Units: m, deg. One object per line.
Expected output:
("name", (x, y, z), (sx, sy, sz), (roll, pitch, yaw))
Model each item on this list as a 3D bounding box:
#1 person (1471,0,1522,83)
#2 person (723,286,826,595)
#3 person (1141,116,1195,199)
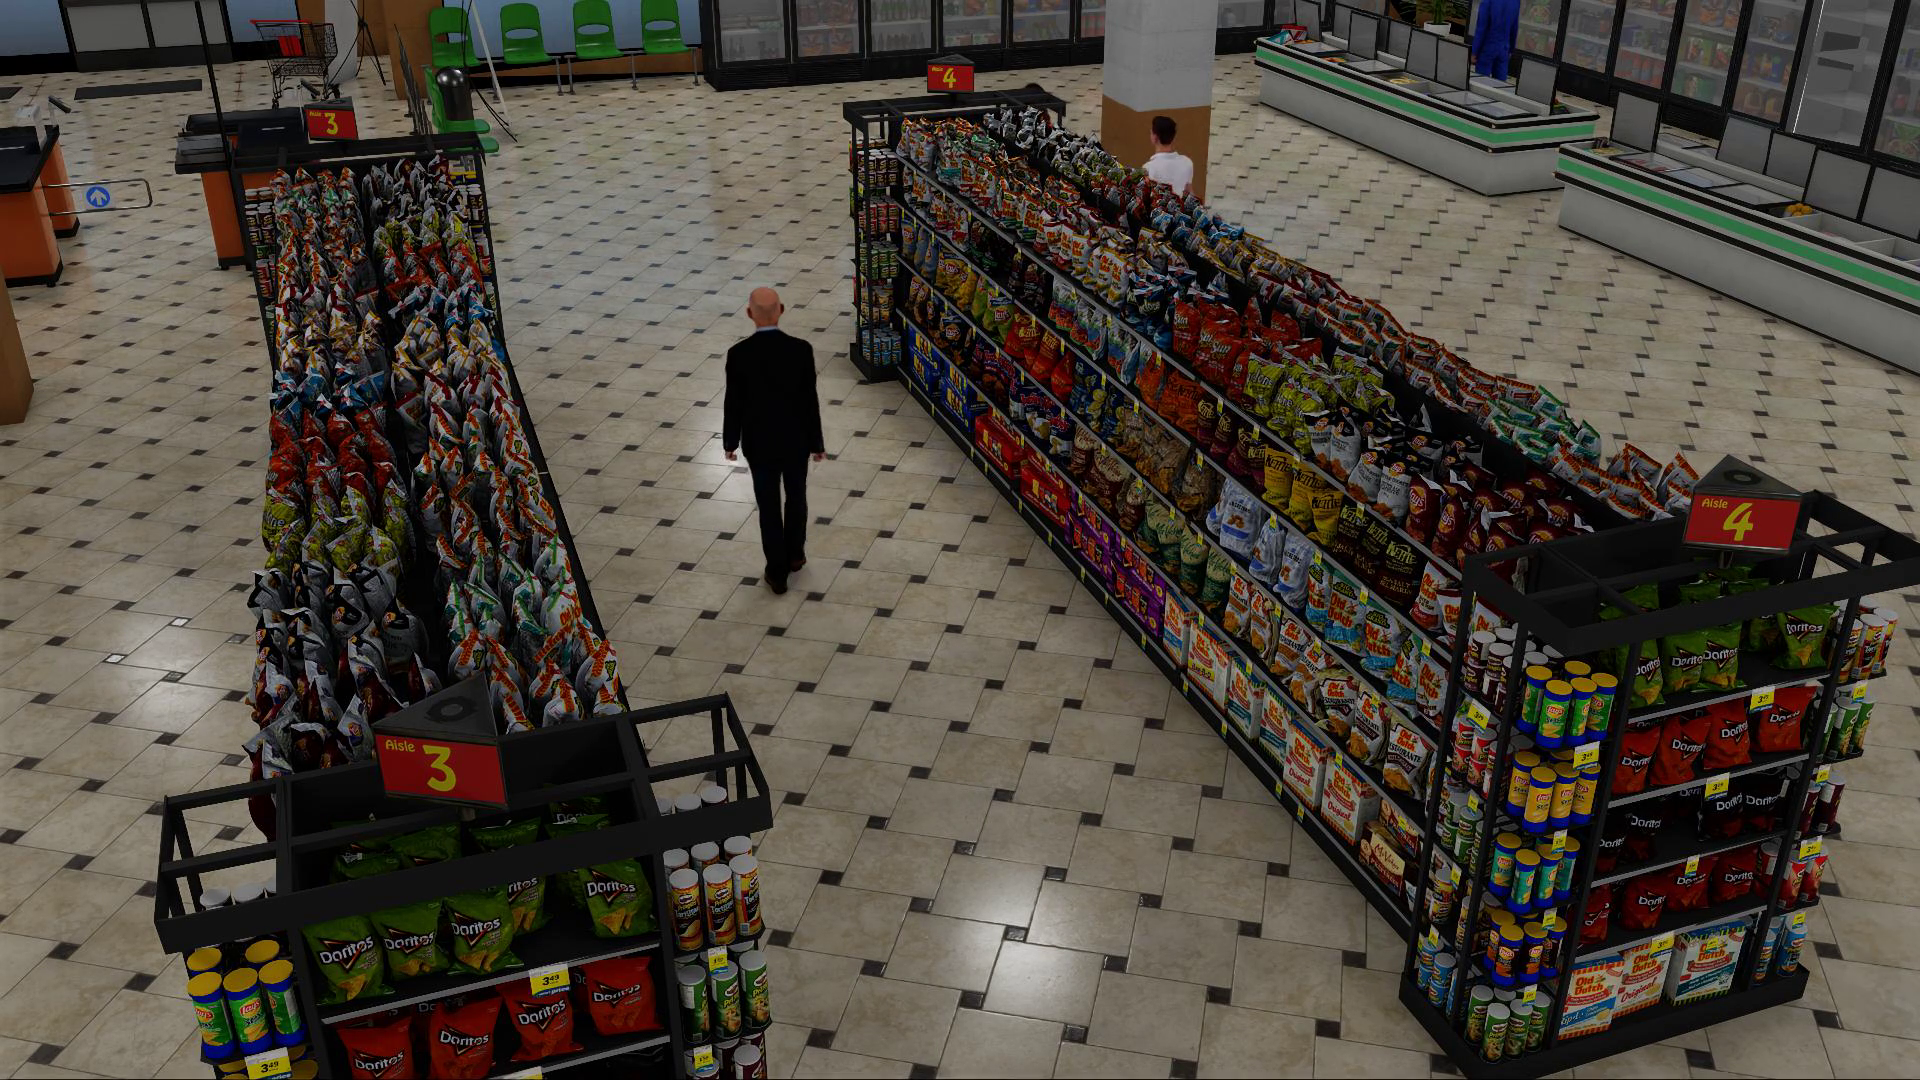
("person", (6.296, -5.733, 19.623), (0.738, 1.751, 0.570), (-7, 28, -13))
("person", (-1.015, -0.512, 9.287), (0.754, 1.786, 0.698), (-5, 27, -10))
("person", (1.609, -2.283, 12.728), (0.836, 1.833, 0.945), (-19, 33, -33))
